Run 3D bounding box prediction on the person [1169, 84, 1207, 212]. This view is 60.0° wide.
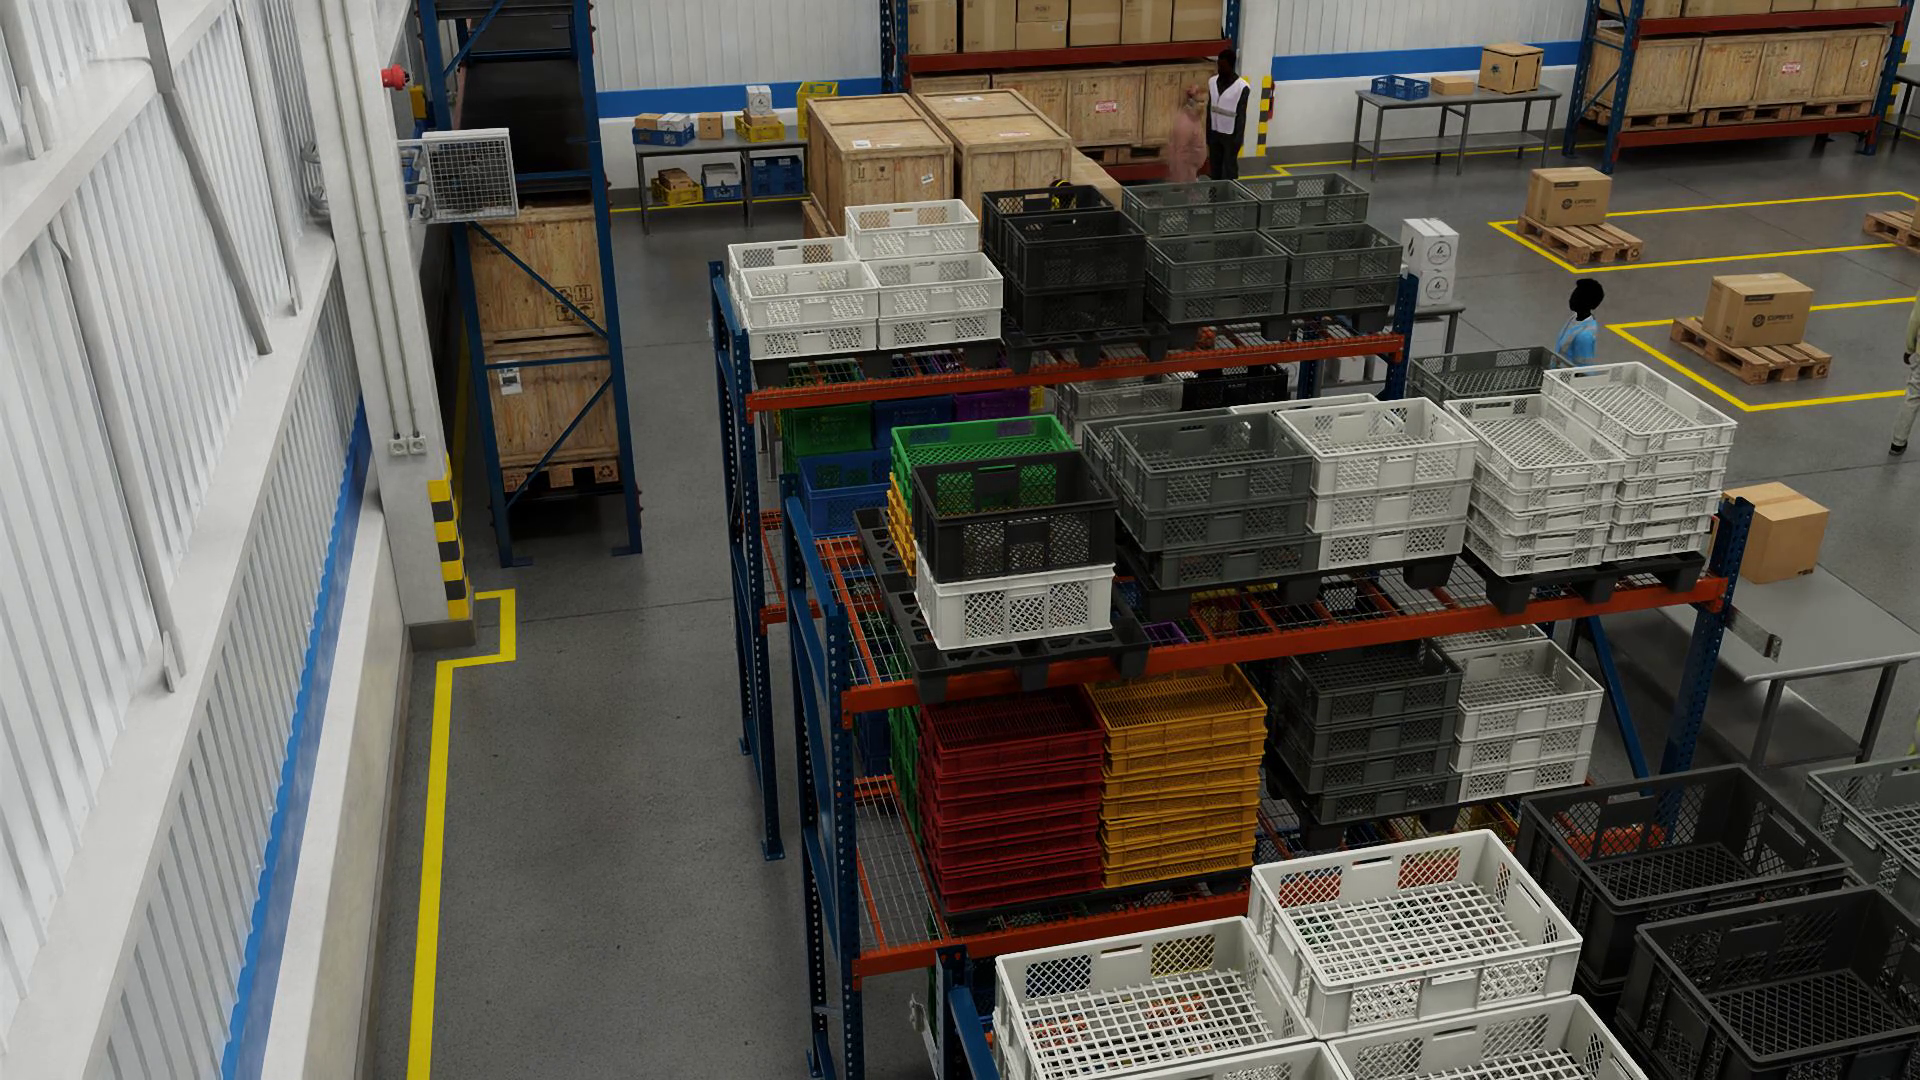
[{"bbox_3d":[2.327,-3.943,17.789,0.609,1.877,0.678,1,28,2],"label":"person"}]

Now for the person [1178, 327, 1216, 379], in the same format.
[{"bbox_3d":[1.545,-0.572,11.386,0.354,1.884,0.573,-2,28,-3],"label":"person"}]

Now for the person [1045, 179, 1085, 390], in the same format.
[{"bbox_3d":[0.906,-2.225,14.551,0.509,1.862,0.320,-20,34,-33],"label":"person"}]

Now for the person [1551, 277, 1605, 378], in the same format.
[{"bbox_3d":[4.678,-1.195,12.762,0.318,1.700,0.535,5,28,9],"label":"person"}]

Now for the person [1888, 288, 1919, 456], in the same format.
[{"bbox_3d":[7.810,-1.491,13.182,0.404,1.832,0.600,-24,36,-38],"label":"person"}]

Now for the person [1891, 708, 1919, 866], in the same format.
[{"bbox_3d":[4.839,1.178,8.113,0.430,1.841,0.624,-4,28,-8],"label":"person"}]

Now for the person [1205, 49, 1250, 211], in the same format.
[{"bbox_3d":[3.054,-4.679,19.154,0.394,1.910,0.581,-20,34,-33],"label":"person"}]
